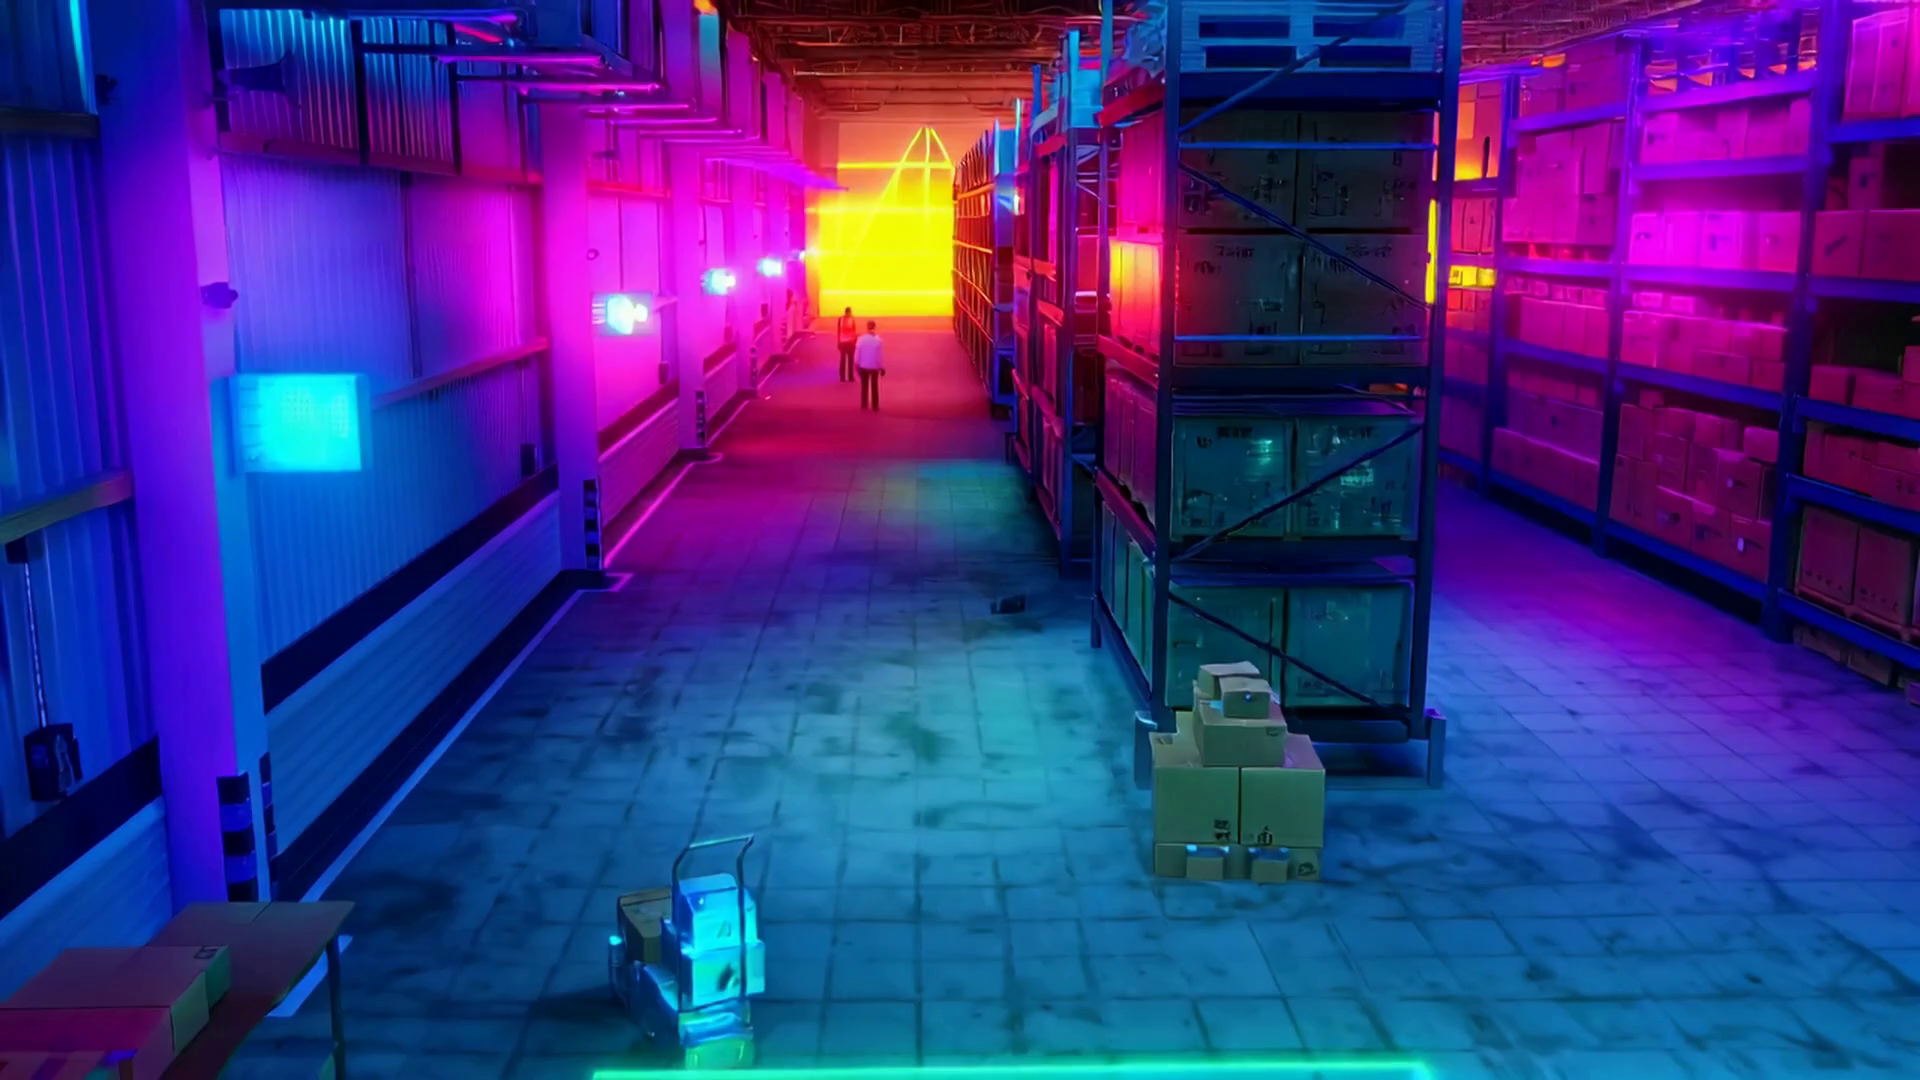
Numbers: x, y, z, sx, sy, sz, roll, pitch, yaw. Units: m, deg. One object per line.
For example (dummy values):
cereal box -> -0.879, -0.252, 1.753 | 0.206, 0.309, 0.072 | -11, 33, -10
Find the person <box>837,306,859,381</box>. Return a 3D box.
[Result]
person -> -2.860, -5.014, 42.462 | 0.589, 1.913, 0.398 | -4, 12, -21

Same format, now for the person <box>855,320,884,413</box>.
person -> -1.916, -3.704, 35.458 | 0.616, 1.986, 0.407 | -4, 11, -19

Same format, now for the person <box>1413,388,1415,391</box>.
person -> 11.124, -4.497, 39.945 | 0.569, 1.843, 0.374 | -7, 13, -31
